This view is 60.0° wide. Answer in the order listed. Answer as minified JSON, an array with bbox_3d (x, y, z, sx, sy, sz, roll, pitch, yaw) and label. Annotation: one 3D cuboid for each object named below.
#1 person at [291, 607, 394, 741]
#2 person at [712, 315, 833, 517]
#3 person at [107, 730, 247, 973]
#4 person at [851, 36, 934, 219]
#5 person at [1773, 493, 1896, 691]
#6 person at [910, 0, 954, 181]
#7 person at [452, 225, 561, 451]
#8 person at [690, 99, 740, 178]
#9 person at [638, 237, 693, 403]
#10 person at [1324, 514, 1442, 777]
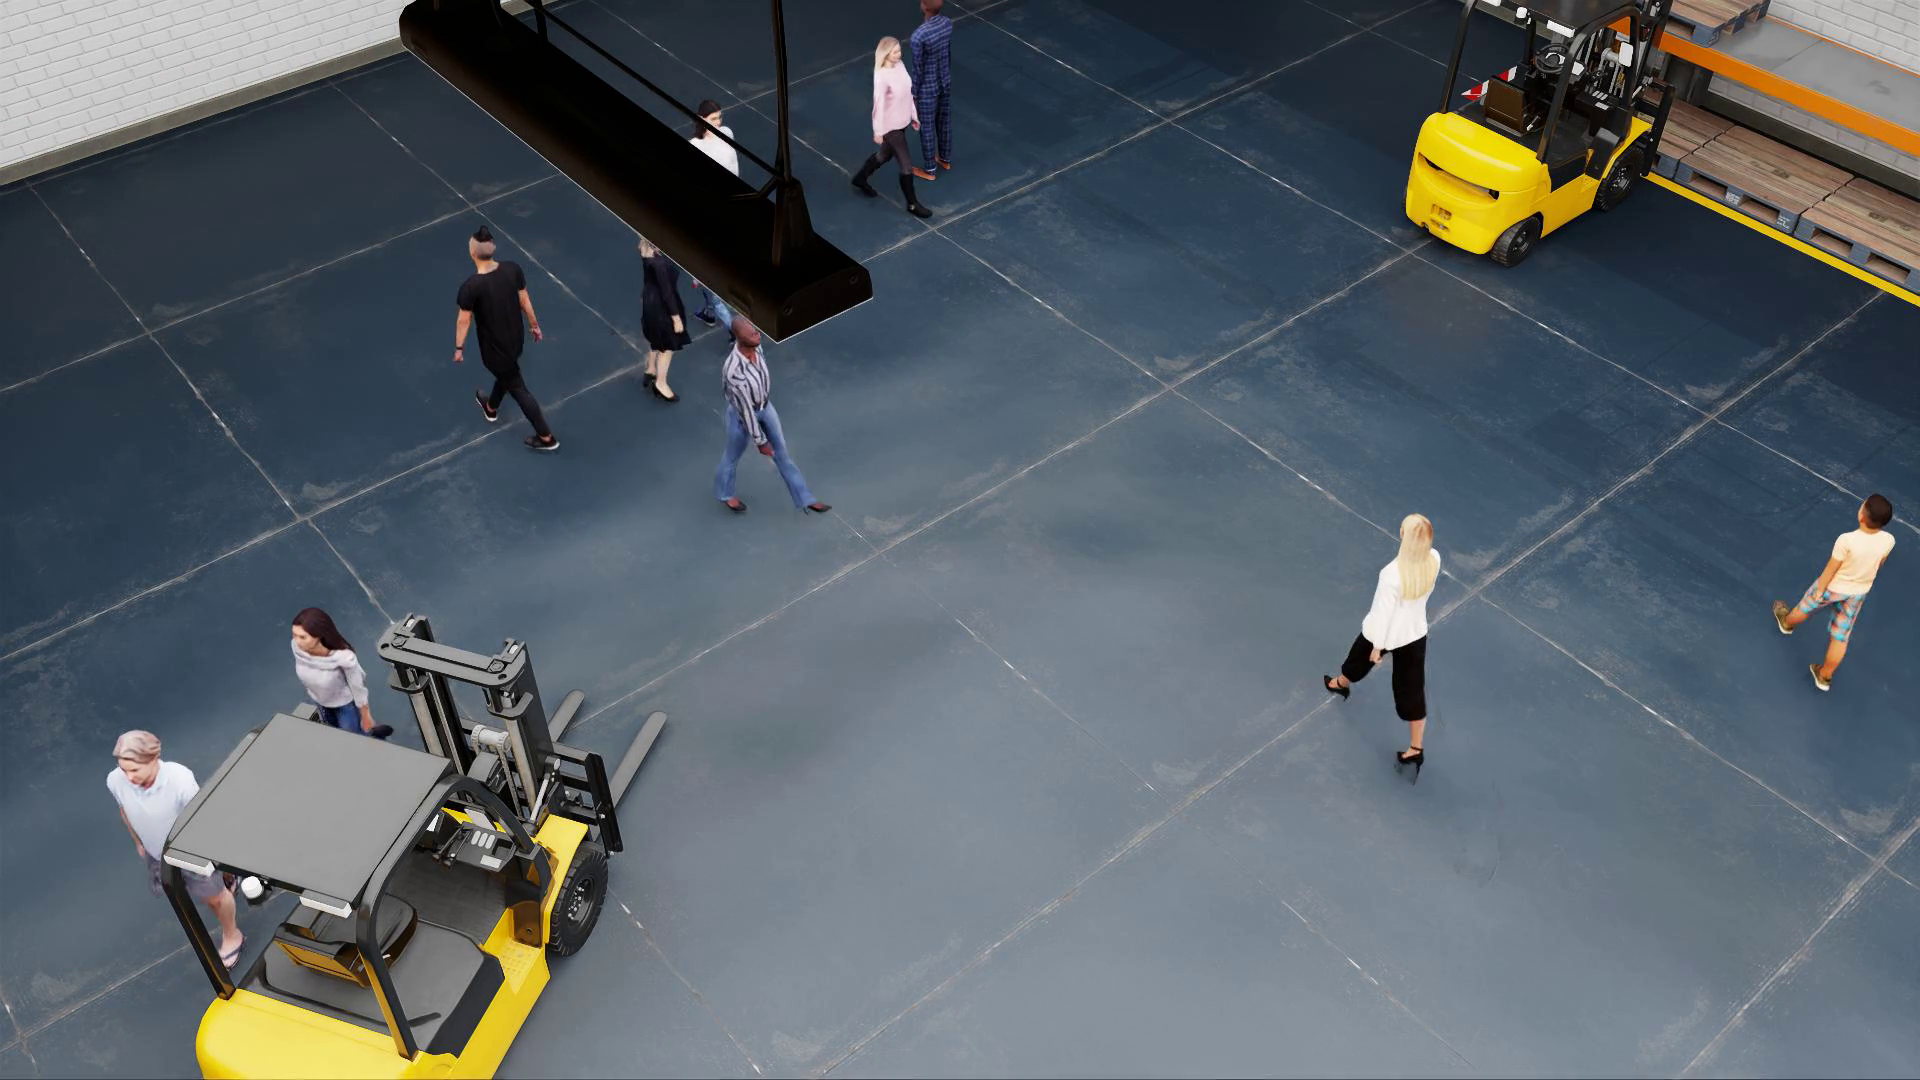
[{"bbox_3d":[-3.646,0.920,9.914,0.782,1.621,0.838,17,46,17],"label":"person"},{"bbox_3d":[-1.565,-0.834,11.662,1.220,1.749,1.003,14,45,14],"label":"person"},{"bbox_3d":[-4.201,1.588,9.072,0.962,1.816,1.011,5,44,6],"label":"person"},{"bbox_3d":[-0.674,-3.694,14.735,1.168,1.651,0.925,16,46,17],"label":"person"},{"bbox_3d":[5.685,0.355,10.646,0.939,1.429,1.007,3,44,3],"label":"person"},{"bbox_3d":[-0.247,-4.141,15.084,0.654,1.818,0.696,30,51,28],"label":"person"},{"bbox_3d":[-3.304,-1.439,12.250,1.241,1.814,0.988,24,49,23],"label":"person"},{"bbox_3d":[-2.047,-2.850,13.744,0.643,1.797,0.791,-34,53,-31],"label":"person"},{"bbox_3d":[-2.309,-1.748,12.646,0.853,1.716,0.710,-23,48,-22],"label":"person"},{"bbox_3d":[2.695,0.654,10.059,0.828,1.806,1.239,-18,46,-18],"label":"person"}]
